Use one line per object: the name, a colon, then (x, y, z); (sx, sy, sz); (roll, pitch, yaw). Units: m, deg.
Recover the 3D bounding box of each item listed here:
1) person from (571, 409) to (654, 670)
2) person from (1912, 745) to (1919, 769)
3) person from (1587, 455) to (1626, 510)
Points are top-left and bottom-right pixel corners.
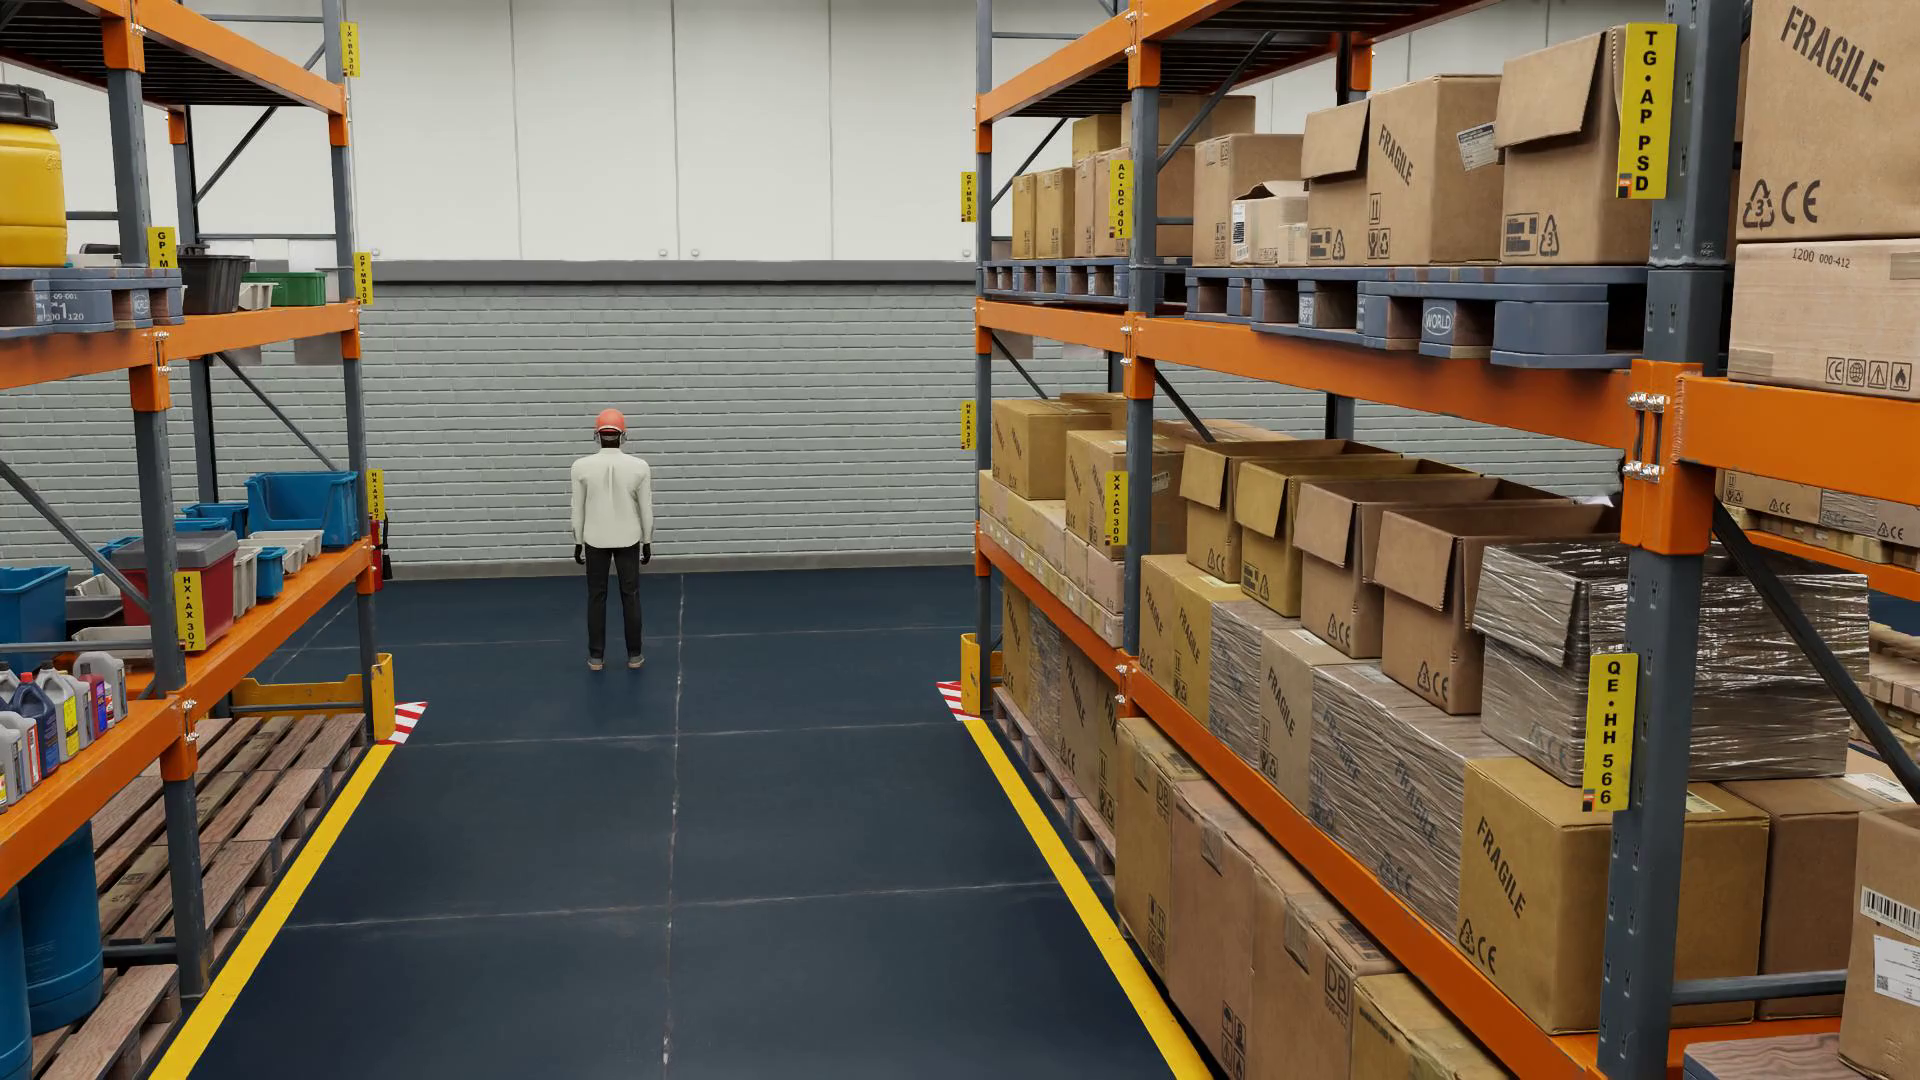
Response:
person: (-2.645, -0.003, 12.682); (0.613, 1.988, 0.402); (-2, 9, -14)
person: (4.583, 0.855, 7.651); (0.548, 1.891, 0.947); (-1, 9, -3)
person: (4.276, 0.390, 10.574); (0.624, 1.876, 0.937); (-1, 9, -5)
